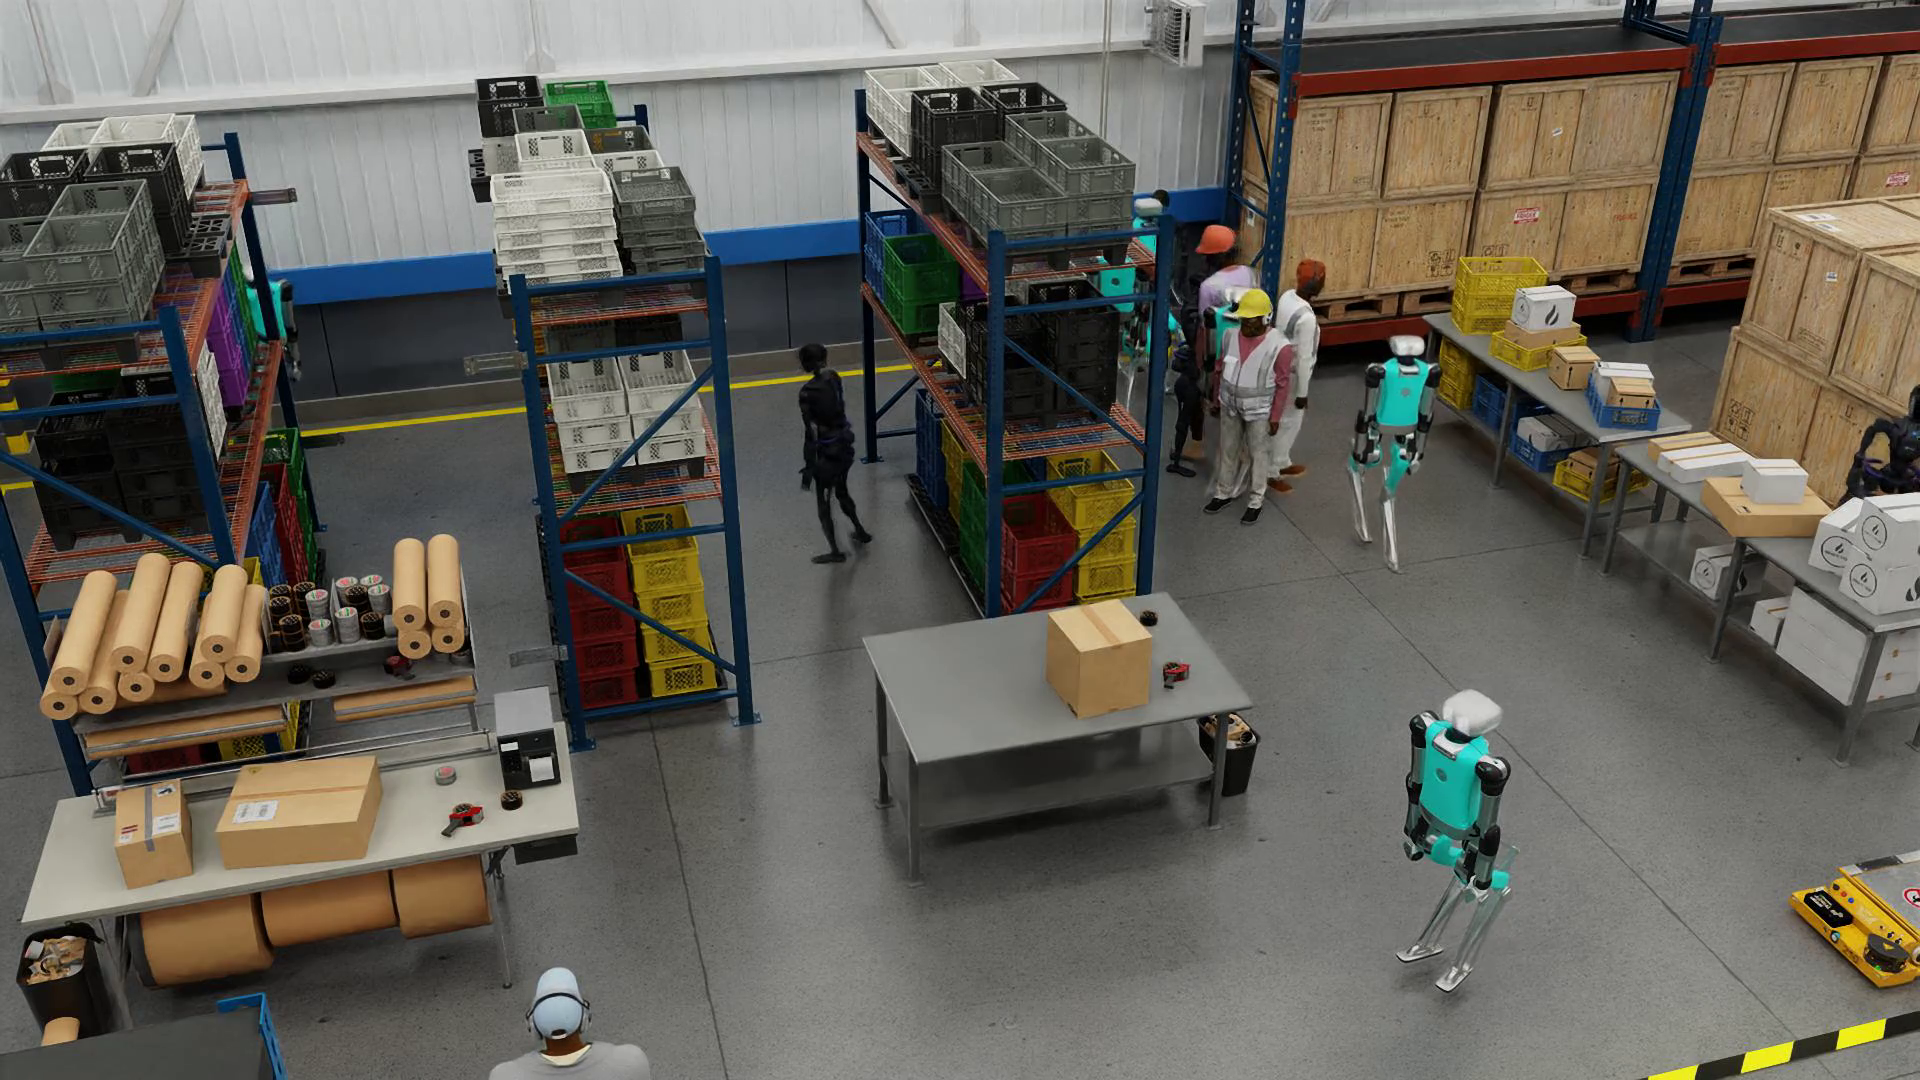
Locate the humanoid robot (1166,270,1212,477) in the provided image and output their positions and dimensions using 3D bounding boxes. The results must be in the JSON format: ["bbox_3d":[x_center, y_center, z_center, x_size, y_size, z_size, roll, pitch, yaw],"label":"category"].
[{"bbox_3d":[1.843,-1.339,13.119,0.315,1.657,0.599,9,30,16],"label":"humanoid robot"}]

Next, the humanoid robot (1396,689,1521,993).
[{"bbox_3d":[2.470,1.398,7.959,0.735,1.671,0.533,-17,33,-28],"label":"humanoid robot"}]

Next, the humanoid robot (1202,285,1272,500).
[{"bbox_3d":[2.173,-1.134,12.701,0.538,1.806,0.665,19,34,31],"label":"humanoid robot"}]

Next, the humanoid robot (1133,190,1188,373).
[{"bbox_3d":[1.744,-2.321,14.907,0.599,1.657,0.315,7,29,12],"label":"humanoid robot"}]

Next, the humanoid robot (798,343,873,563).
[{"bbox_3d":[-0.905,-0.625,11.847,0.434,1.644,0.610,12,31,21],"label":"humanoid robot"}]

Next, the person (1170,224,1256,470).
[{"bbox_3d":[2.038,-1.495,13.093,0.737,1.999,0.788,-25,37,-37],"label":"person"}]

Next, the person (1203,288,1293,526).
[{"bbox_3d":[2.125,-0.994,12.346,0.590,1.832,0.404,20,34,31],"label":"person"}]

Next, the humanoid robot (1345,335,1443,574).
[{"bbox_3d":[3.024,-0.683,11.884,0.545,1.773,0.884,-2,29,-4],"label":"humanoid robot"}]

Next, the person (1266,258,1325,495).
[{"bbox_3d":[2.585,-1.270,12.809,0.437,1.875,0.593,-5,29,-8],"label":"person"}]

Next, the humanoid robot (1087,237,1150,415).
[{"bbox_3d":[1.348,-1.796,13.765,0.533,1.677,0.735,10,30,17],"label":"humanoid robot"}]

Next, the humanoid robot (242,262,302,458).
[{"bbox_3d":[-5.526,-1.390,13.155,0.967,1.740,0.537,21,35,33],"label":"humanoid robot"}]

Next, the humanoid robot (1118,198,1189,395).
[{"bbox_3d":[1.689,-2.024,14.338,0.540,1.728,1.048,-12,31,-21],"label":"humanoid robot"}]

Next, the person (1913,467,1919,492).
[{"bbox_3d":[6.767,-0.409,11.179,0.609,1.937,0.423,22,35,34],"label":"person"}]

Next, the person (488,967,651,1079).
[{"bbox_3d":[-1.403,2.350,6.241,0.589,1.852,0.365,-7,29,-12],"label":"person"}]

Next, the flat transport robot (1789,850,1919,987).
[{"bbox_3d":[5.163,1.916,8.676,1.431,0.231,0.659,-8,30,-14],"label":"flat transport robot"}]

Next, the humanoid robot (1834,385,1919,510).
[{"bbox_3d":[6.305,-0.340,11.322,0.612,1.647,0.456,9,30,16],"label":"humanoid robot"}]
